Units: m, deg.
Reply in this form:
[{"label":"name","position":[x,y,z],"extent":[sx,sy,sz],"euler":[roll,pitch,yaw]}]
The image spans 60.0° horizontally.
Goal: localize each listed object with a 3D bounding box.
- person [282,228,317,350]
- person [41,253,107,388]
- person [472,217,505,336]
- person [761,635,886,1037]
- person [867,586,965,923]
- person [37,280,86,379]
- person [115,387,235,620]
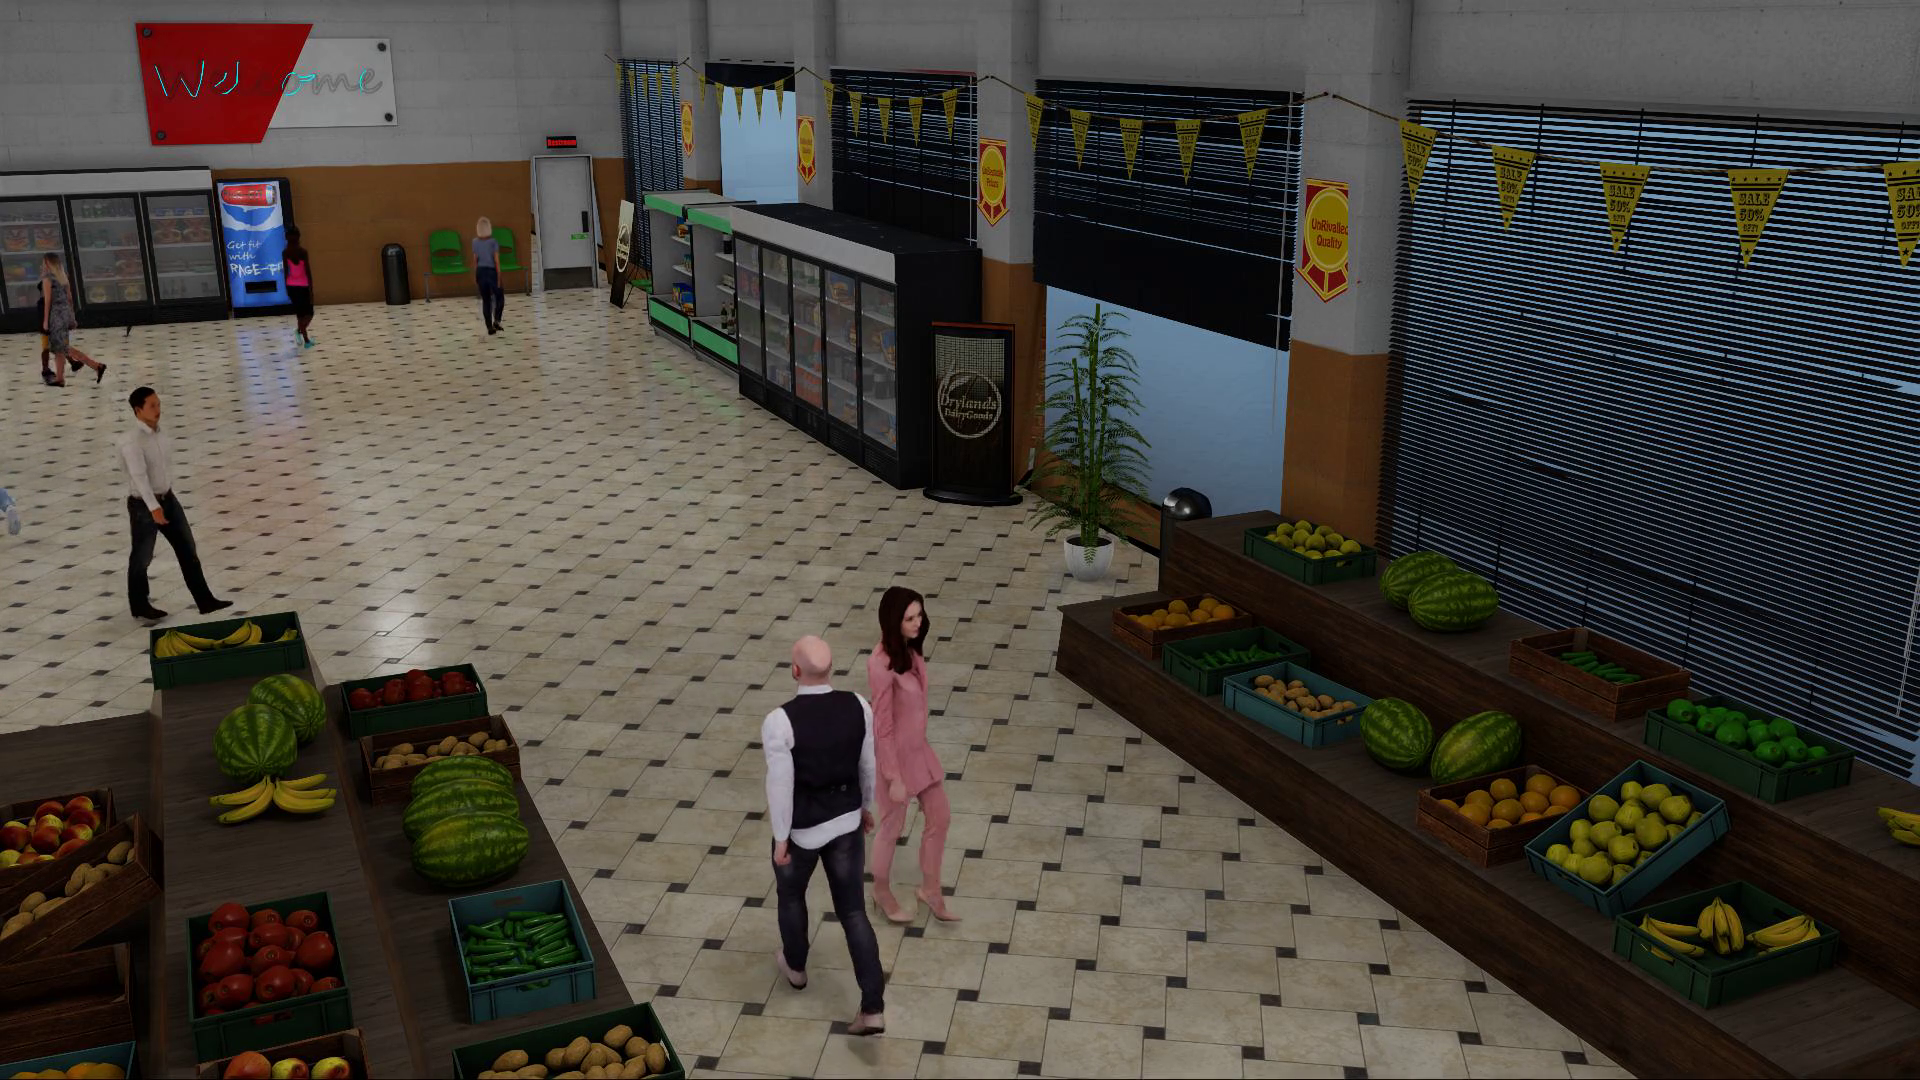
[{"label":"person","position":[-9.238,-3.475,23.171],"extent":[0.836,1.707,0.999],"euler":[2,17,5]},{"label":"person","position":[-11.076,-2.692,20.659],"extent":[0.987,1.670,1.091],"euler":[1,17,4]},{"label":"person","position":[-6.955,-3.854,24.415],"extent":[0.674,1.710,0.701],"euler":[1,17,4]},{"label":"person","position":[-0.567,1.321,7.244],"extent":[0.742,1.785,1.237],"euler":[-9,19,-28]},{"label":"person","position":[-0.378,1.066,8.093],"extent":[0.882,1.780,0.821],"euler":[8,19,24]},{"label":"person","position":[-11.743,-2.694,21.397],"extent":[0.834,1.244,0.921],"euler":[5,18,16]},{"label":"person","position":[-6.107,-0.243,12.406],"extent":[1.089,1.778,1.091],"euler":[4,17,12]}]
